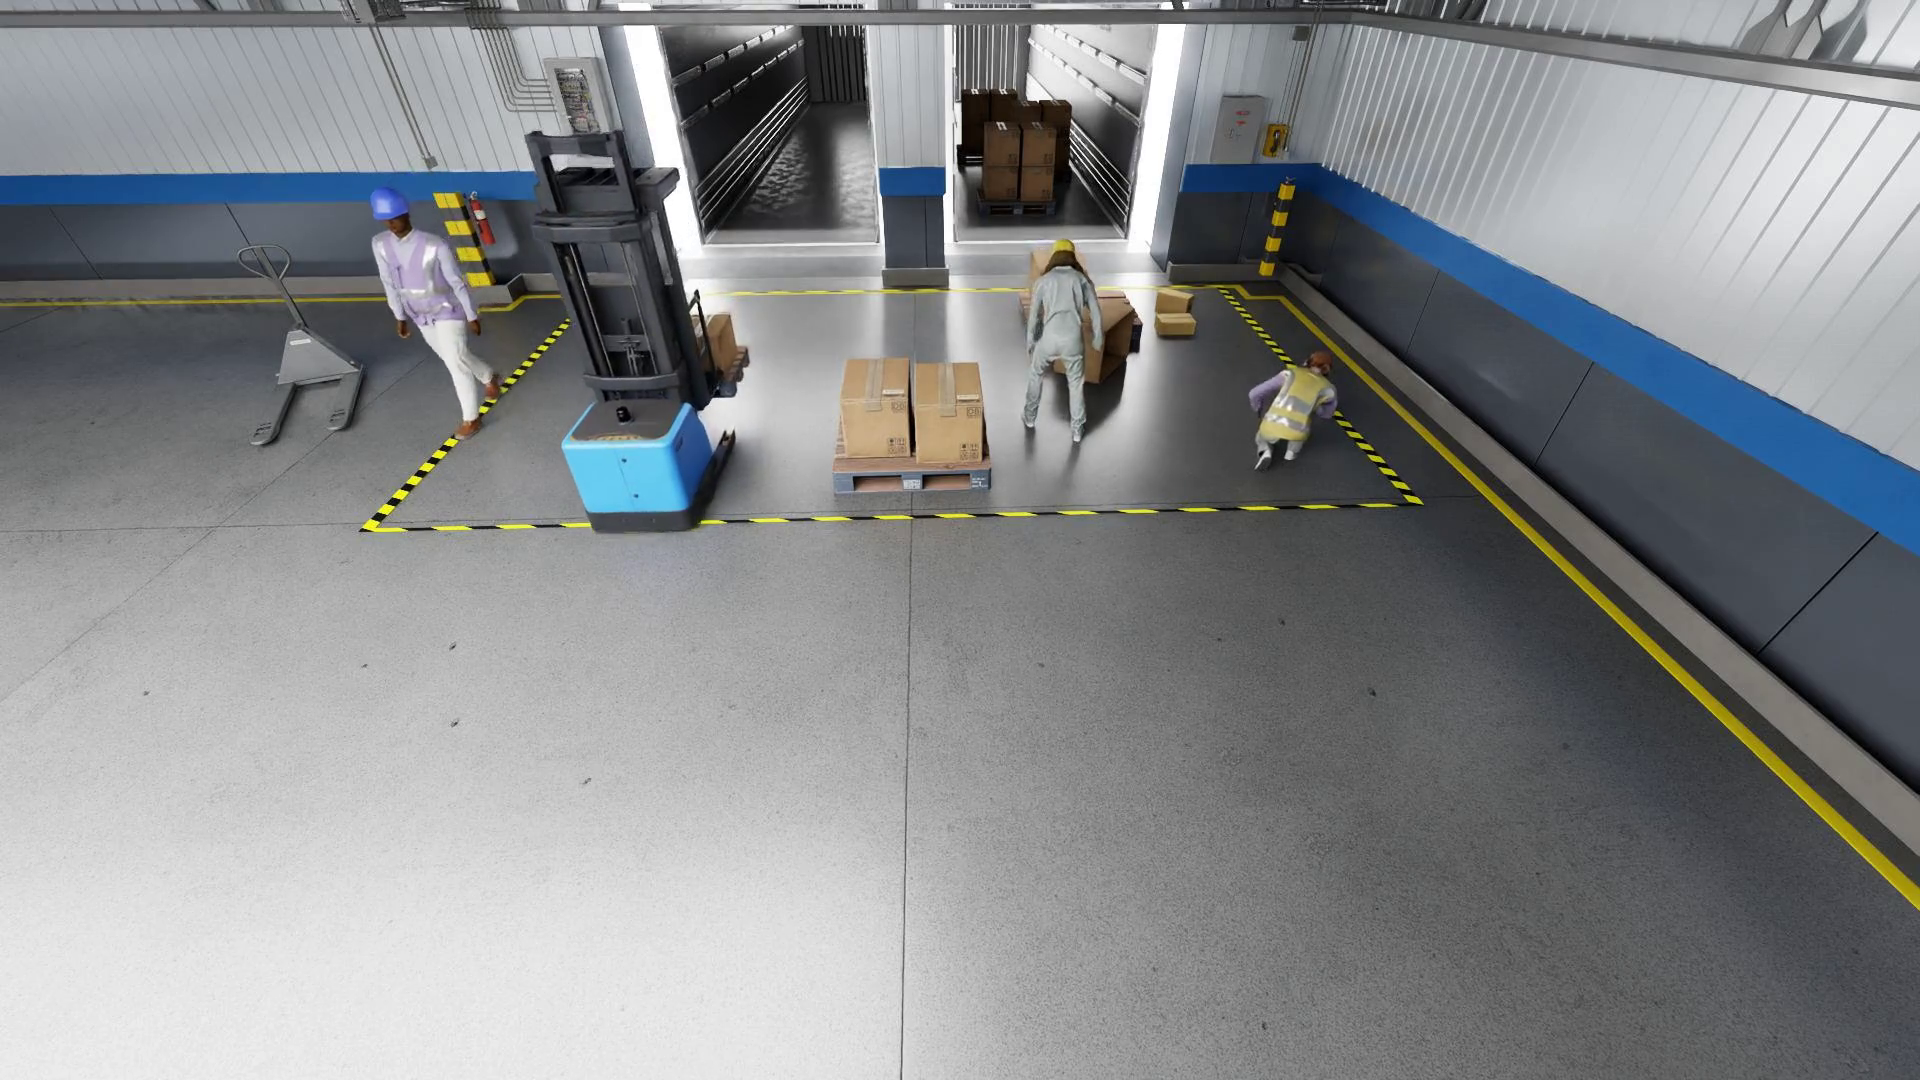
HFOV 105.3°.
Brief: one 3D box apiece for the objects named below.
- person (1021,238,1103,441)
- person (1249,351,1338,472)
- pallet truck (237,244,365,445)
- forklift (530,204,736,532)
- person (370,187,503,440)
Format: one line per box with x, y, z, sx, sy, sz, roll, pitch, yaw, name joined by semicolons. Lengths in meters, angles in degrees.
0.847;-1.629;6.037;0.617;1.495;0.714;2;38;3;person
2.615;-1.015;5.852;0.664;0.828;0.859;19;42;22;person
-5.915;-1.733;6.366;0.680;1.201;1.601;-18;42;-21;pallet truck
-2.247;-1.085;4.904;0.716;2.013;0.776;-1;38;-1;forklift
-4.253;-1.866;5.992;0.599;1.909;0.962;4;39;5;person
